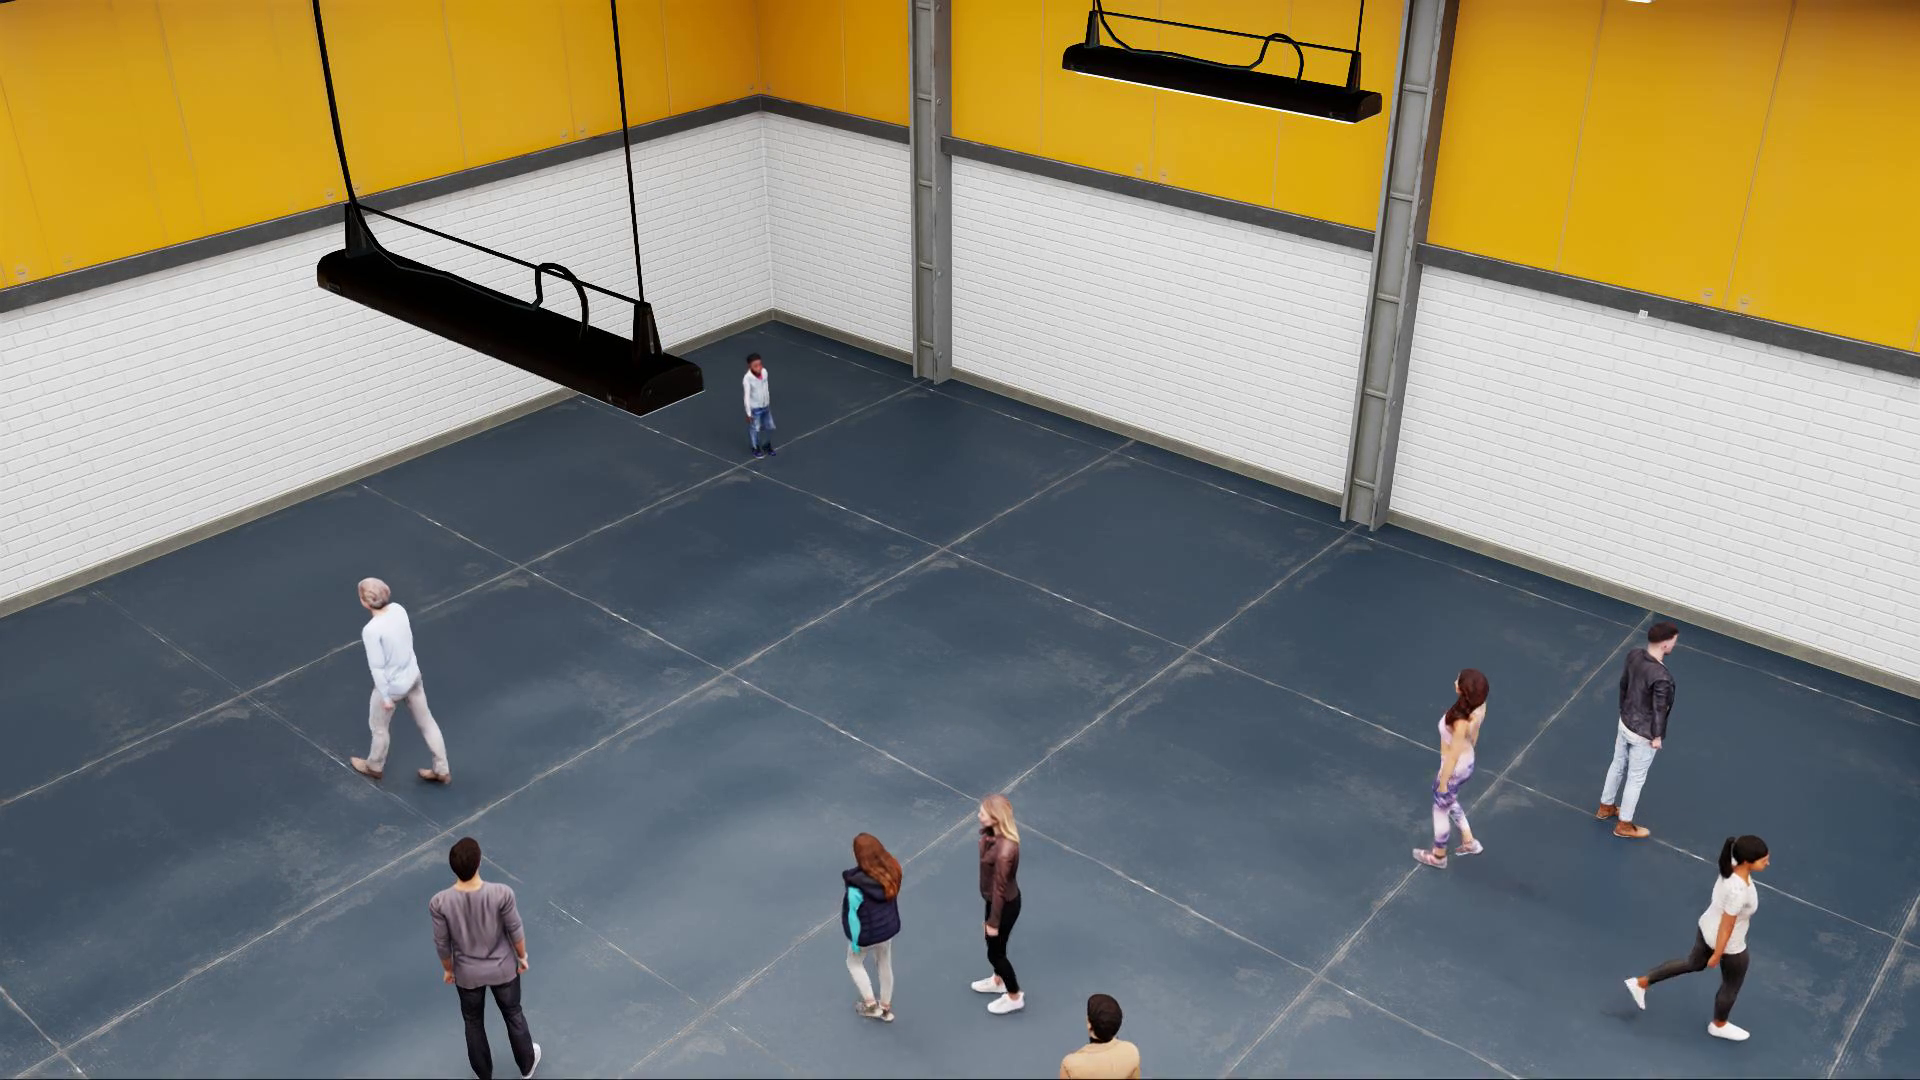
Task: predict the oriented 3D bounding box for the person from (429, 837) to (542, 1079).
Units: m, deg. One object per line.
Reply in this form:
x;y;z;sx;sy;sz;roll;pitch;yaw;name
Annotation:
-2.969;2.639;10.375;0.739;1.851;0.762;-6;29;-11;person

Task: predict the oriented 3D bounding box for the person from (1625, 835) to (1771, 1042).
4.836;2.551;10.779;1.102;1.618;0.853;7;29;13;person

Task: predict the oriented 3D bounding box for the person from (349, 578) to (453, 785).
-4.342;1.160;13.086;1.163;1.852;0.882;12;31;21;person

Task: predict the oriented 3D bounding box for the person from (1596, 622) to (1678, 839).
5.149;1.426;12.615;0.797;1.835;0.707;-6;29;-10;person

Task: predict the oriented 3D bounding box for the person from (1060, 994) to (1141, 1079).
0.774;3.312;9.299;0.908;1.701;1.157;-14;32;-24;person

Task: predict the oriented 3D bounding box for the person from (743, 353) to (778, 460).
-2.296;-1.528;18.643;0.541;1.248;0.580;-21;35;-33;person

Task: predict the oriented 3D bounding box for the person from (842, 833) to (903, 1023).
-0.527;2.572;10.874;0.597;1.491;0.603;-24;37;-37;person

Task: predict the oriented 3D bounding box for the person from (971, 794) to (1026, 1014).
0.293;2.404;10.966;0.779;1.698;0.719;-2;29;-3;person

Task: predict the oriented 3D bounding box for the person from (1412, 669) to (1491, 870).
3.706;1.710;12.172;0.729;1.761;0.622;19;34;31;person
